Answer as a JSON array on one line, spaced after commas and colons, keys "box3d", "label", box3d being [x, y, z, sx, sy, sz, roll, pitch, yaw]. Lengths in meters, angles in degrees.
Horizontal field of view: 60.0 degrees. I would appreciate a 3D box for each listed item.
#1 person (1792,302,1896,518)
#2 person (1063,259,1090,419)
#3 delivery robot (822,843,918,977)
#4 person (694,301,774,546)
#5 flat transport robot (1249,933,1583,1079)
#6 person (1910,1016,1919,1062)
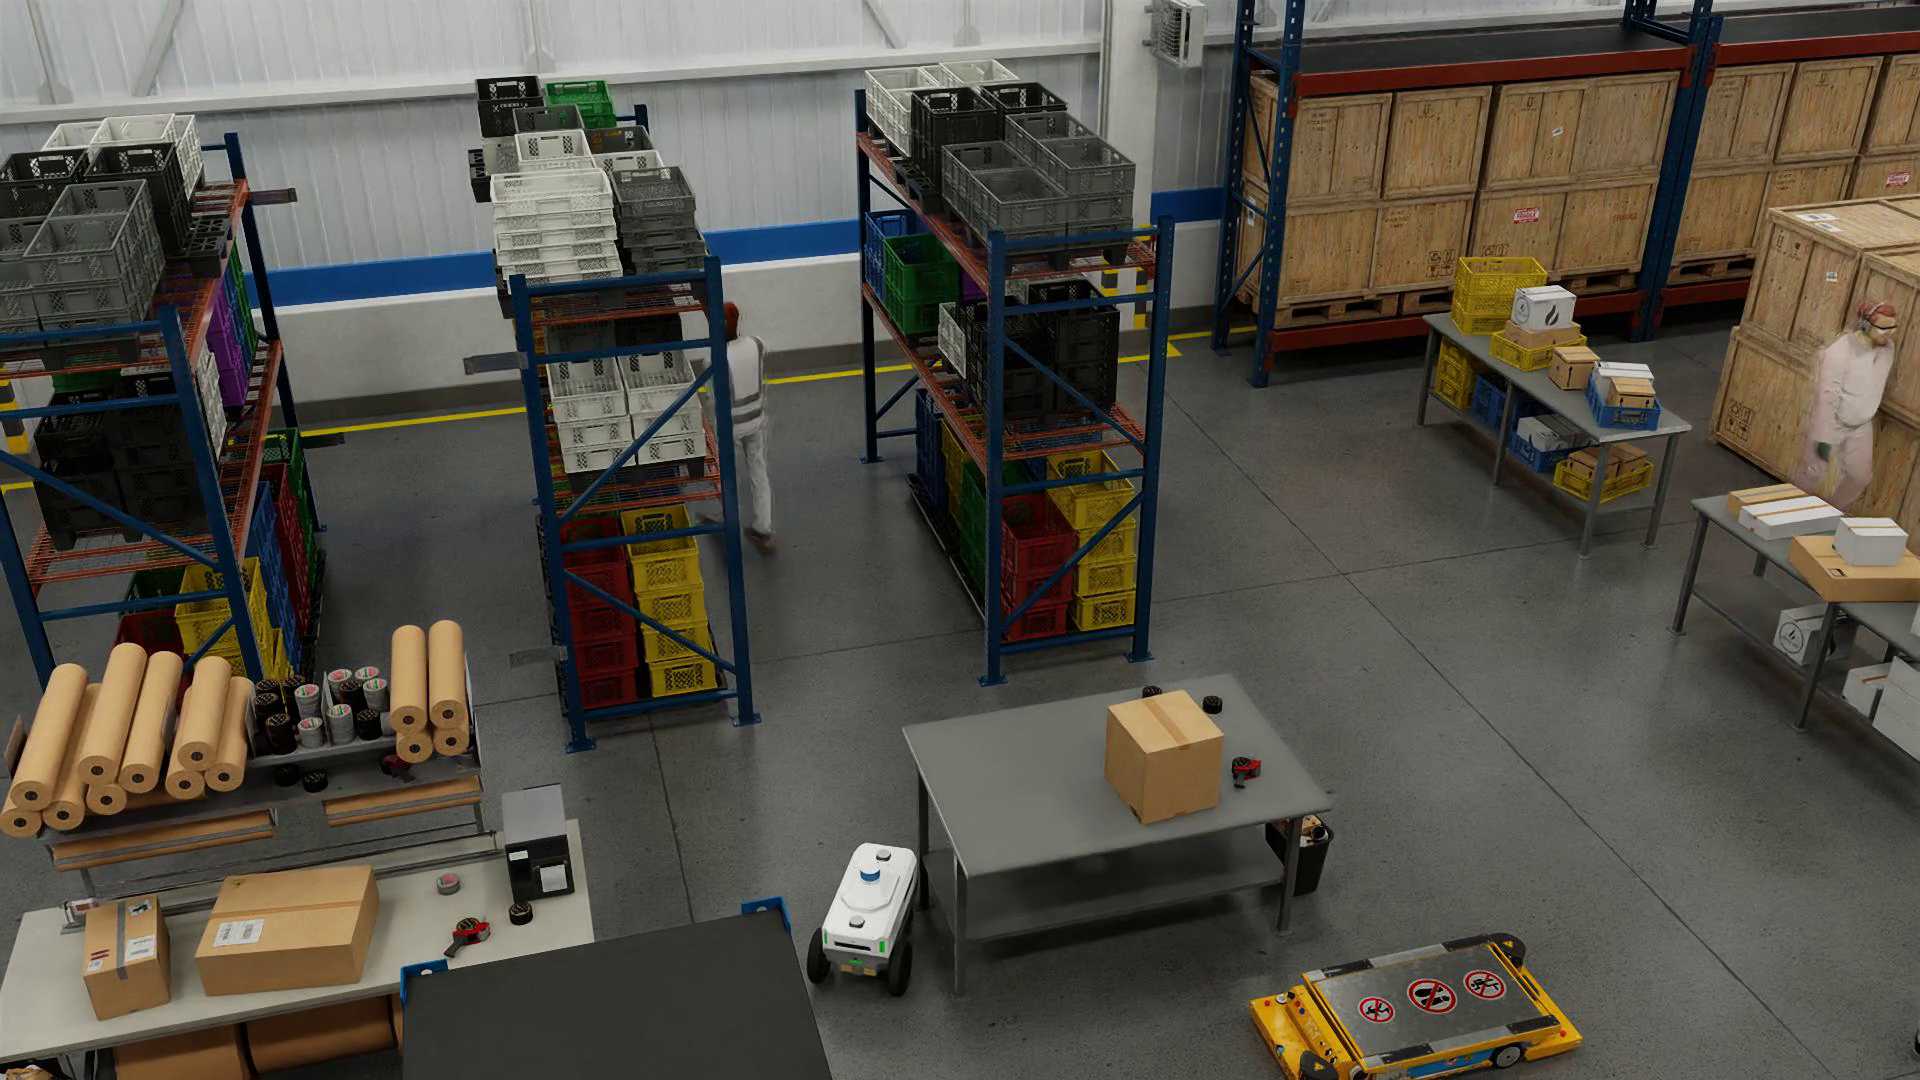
[{"box3d": [6.372, -0.808, 11.949, 0.657, 1.882, 0.630, -8, 30, -15], "label": "person"}, {"box3d": [0.840, -1.544, 13.229, 0.372, 1.935, 0.627, -5, 29, -9], "label": "person"}, {"box3d": [-0.449, 1.838, 8.403, 0.477, 0.478, 0.707, 6, 29, 11], "label": "delivery robot"}, {"box3d": [-1.688, -0.877, 12.090, 0.808, 1.857, 0.592, 25, 38, 38], "label": "person"}, {"box3d": [2.184, 2.282, 7.980, 1.431, 0.197, 0.652, -8, 30, -14], "label": "flat transport robot"}, {"box3d": [4.721, 1.673, 7.476, 0.404, 1.835, 0.587, -24, 37, -37], "label": "person"}]
